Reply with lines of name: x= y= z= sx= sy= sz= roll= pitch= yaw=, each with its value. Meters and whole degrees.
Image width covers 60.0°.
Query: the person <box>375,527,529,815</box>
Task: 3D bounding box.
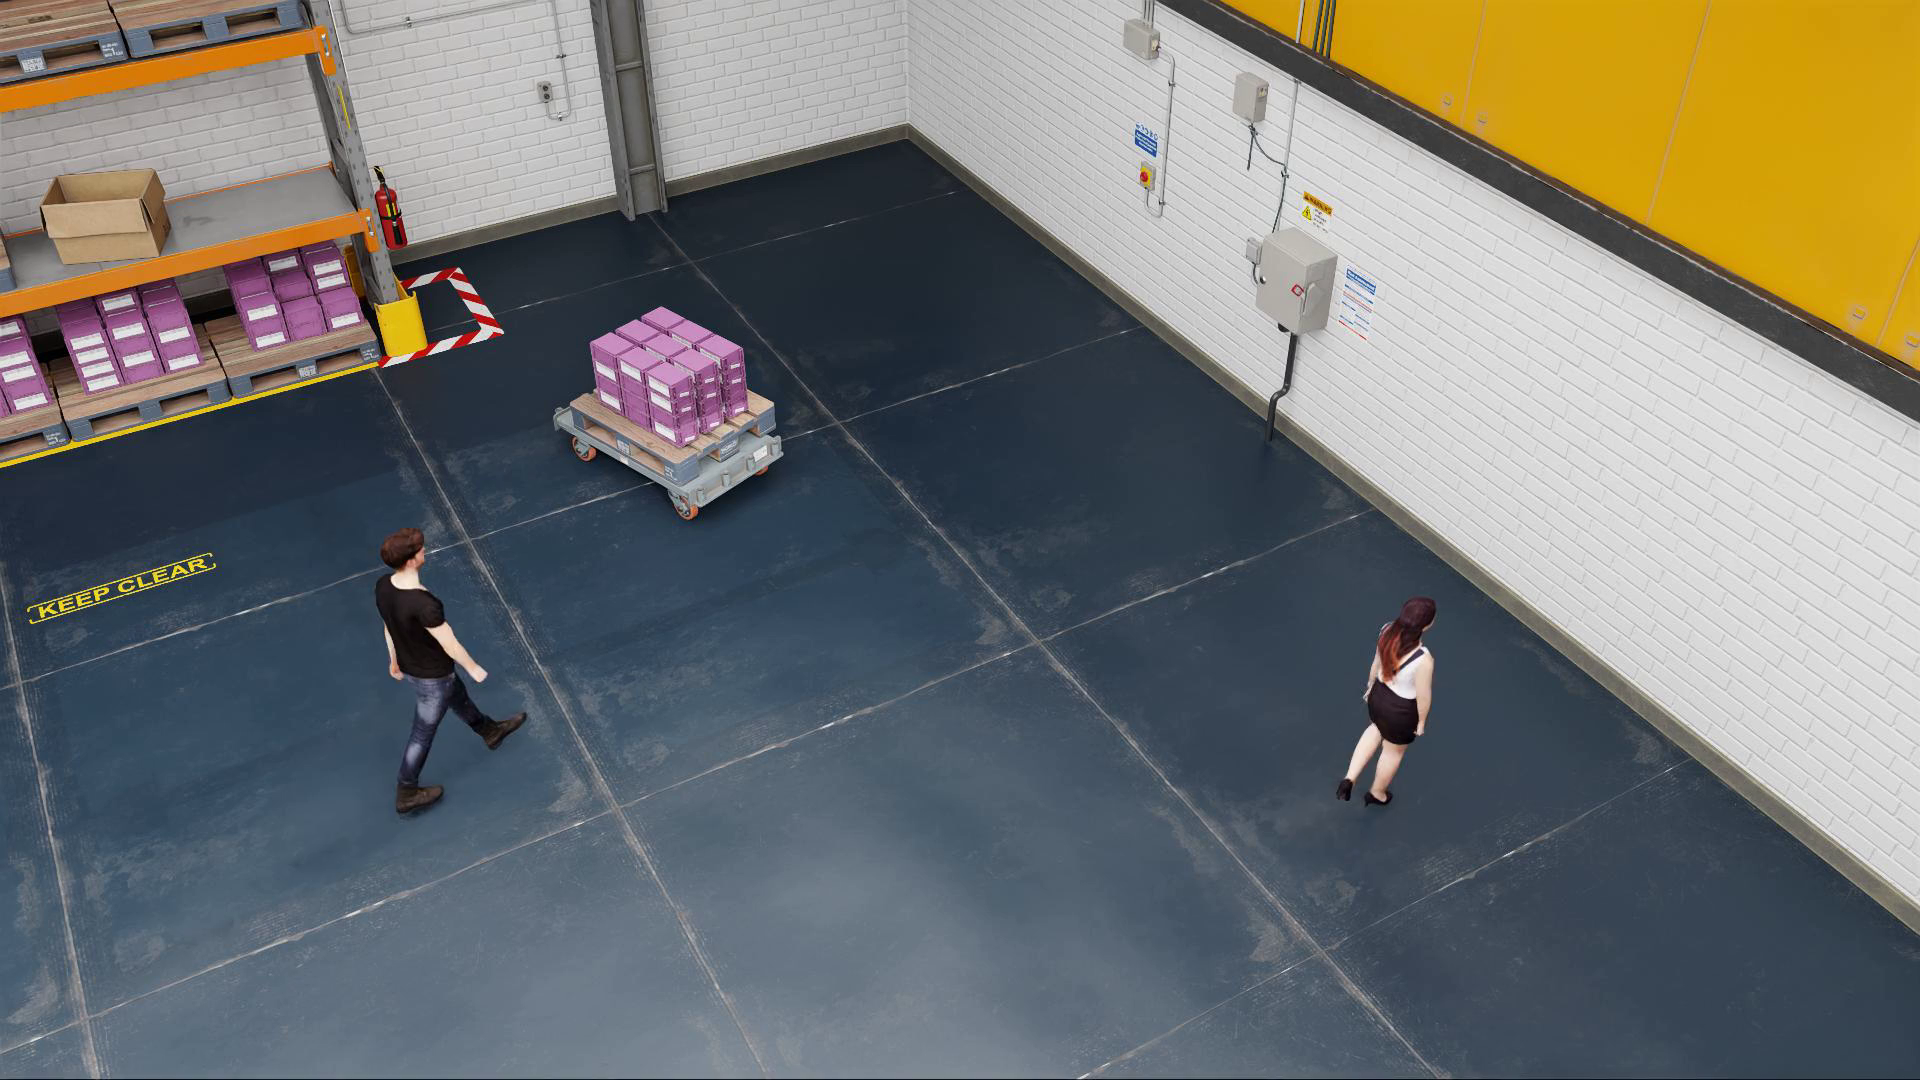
person: x=-3.140 y=0.806 z=9.590 sx=0.903 sy=1.850 sz=1.295 roll=31 pitch=48 yaw=33

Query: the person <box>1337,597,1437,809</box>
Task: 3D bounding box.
person: x=2.428 y=0.991 z=9.529 sx=0.713 sy=1.637 sz=0.594 roll=-24 pitch=44 yaw=-27
